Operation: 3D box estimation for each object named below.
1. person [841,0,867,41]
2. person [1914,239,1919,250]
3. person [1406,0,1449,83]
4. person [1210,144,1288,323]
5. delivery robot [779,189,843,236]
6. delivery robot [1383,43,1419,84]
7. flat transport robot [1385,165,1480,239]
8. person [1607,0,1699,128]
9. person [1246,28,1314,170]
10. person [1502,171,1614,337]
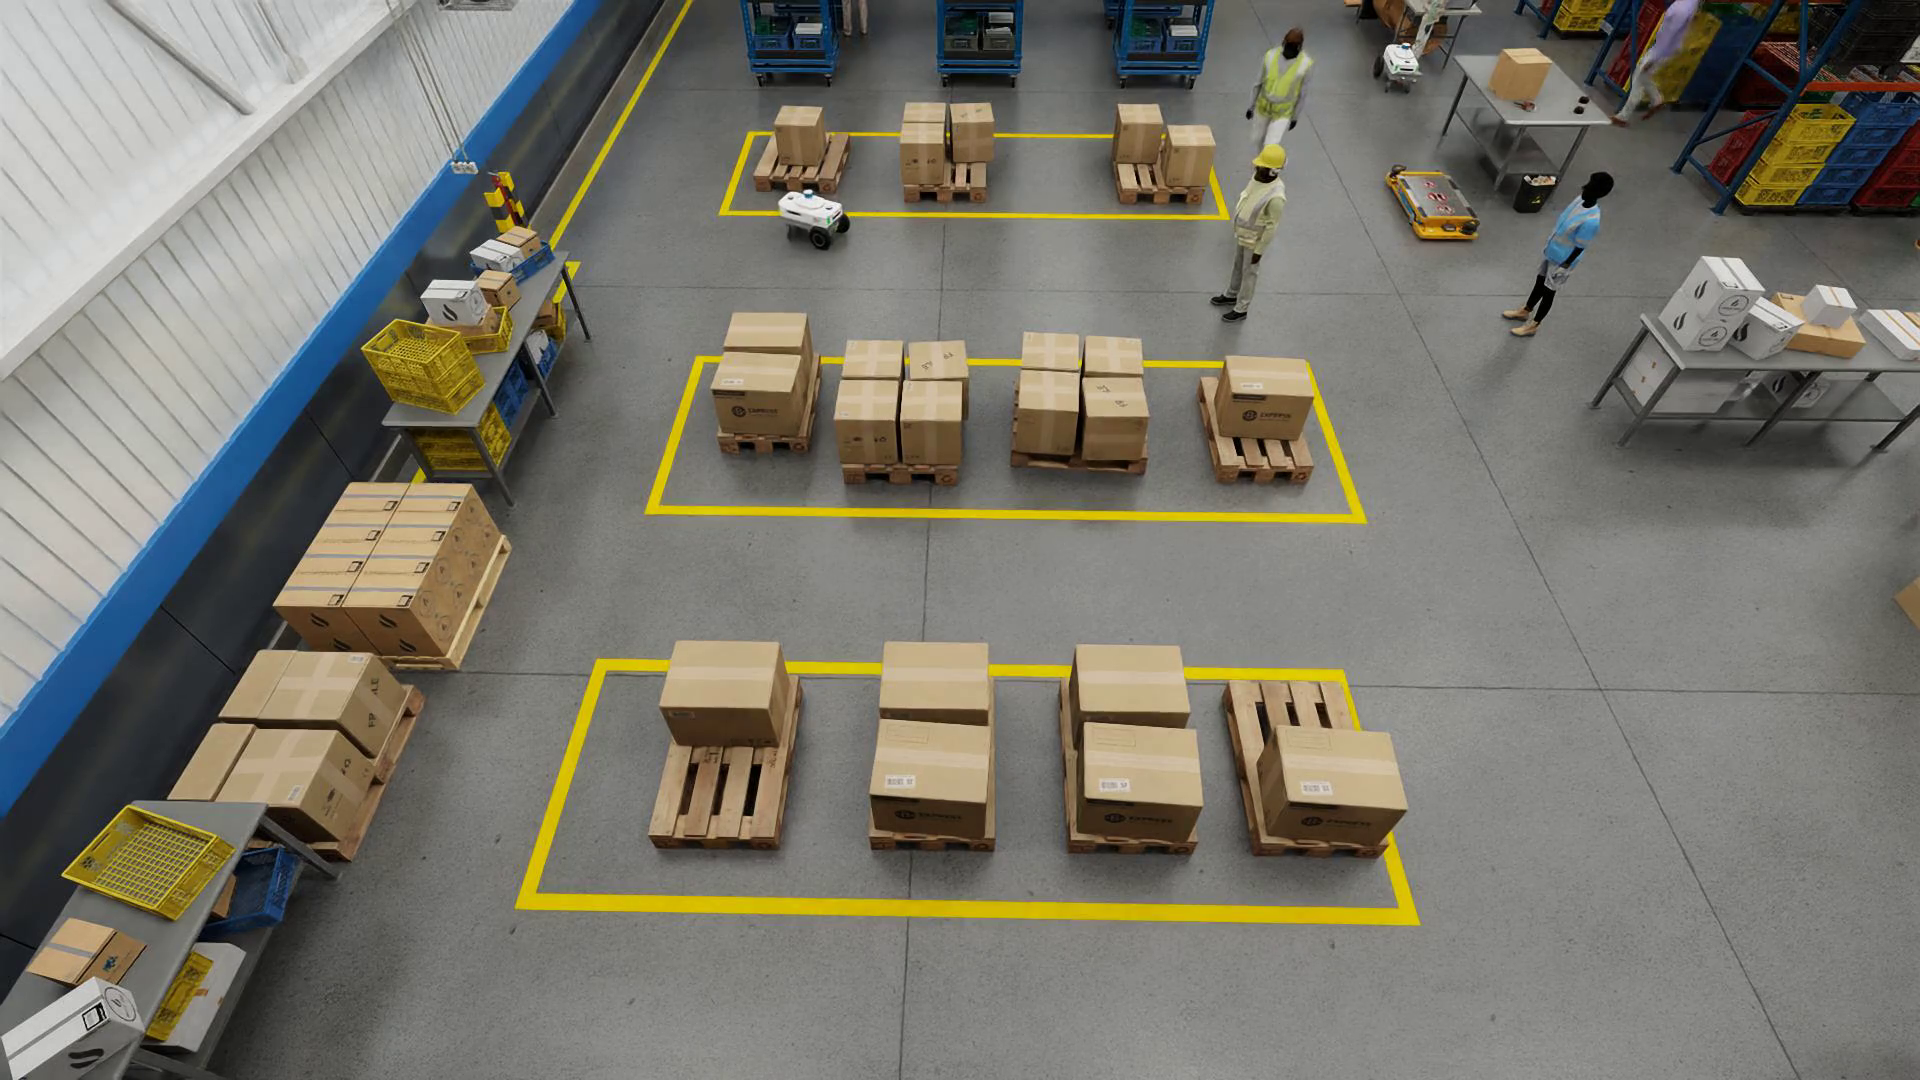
[{"bbox_3d":[-1.642,-8.698,13.926,0.625,1.979,0.411,-19,52,-16],"label":"person"},{"bbox_3d":[11.239,-3.937,9.862,0.572,1.887,0.358,11,50,9],"label":"person"},{"bbox_3d":[6.701,-7.416,13.042,0.318,1.631,0.526,24,53,19],"label":"person"},{"bbox_3d":[2.893,-3.038,9.118,0.403,1.835,0.586,-7,50,-6],"label":"person"},{"bbox_3d":[-1.716,-3.787,10.547,0.707,0.478,0.477,21,52,17],"label":"delivery robot"},{"bbox_3d":[6.376,-6.918,13.257,0.477,0.478,0.707,4,49,3],"label":"delivery robot"},{"bbox_3d":[5.692,-4.094,11.059,0.652,0.197,1.431,1,49,1],"label":"flat transport robot"},{"bbox_3d":[9.198,-6.349,11.930,0.557,1.918,0.656,24,53,19],"label":"person"},{"bbox_3d":[3.772,-5.170,10.977,0.640,1.817,0.786,26,54,21],"label":"person"},{"bbox_3d":[5.881,-2.789,8.990,0.318,1.700,0.536,6,49,5],"label":"person"}]
